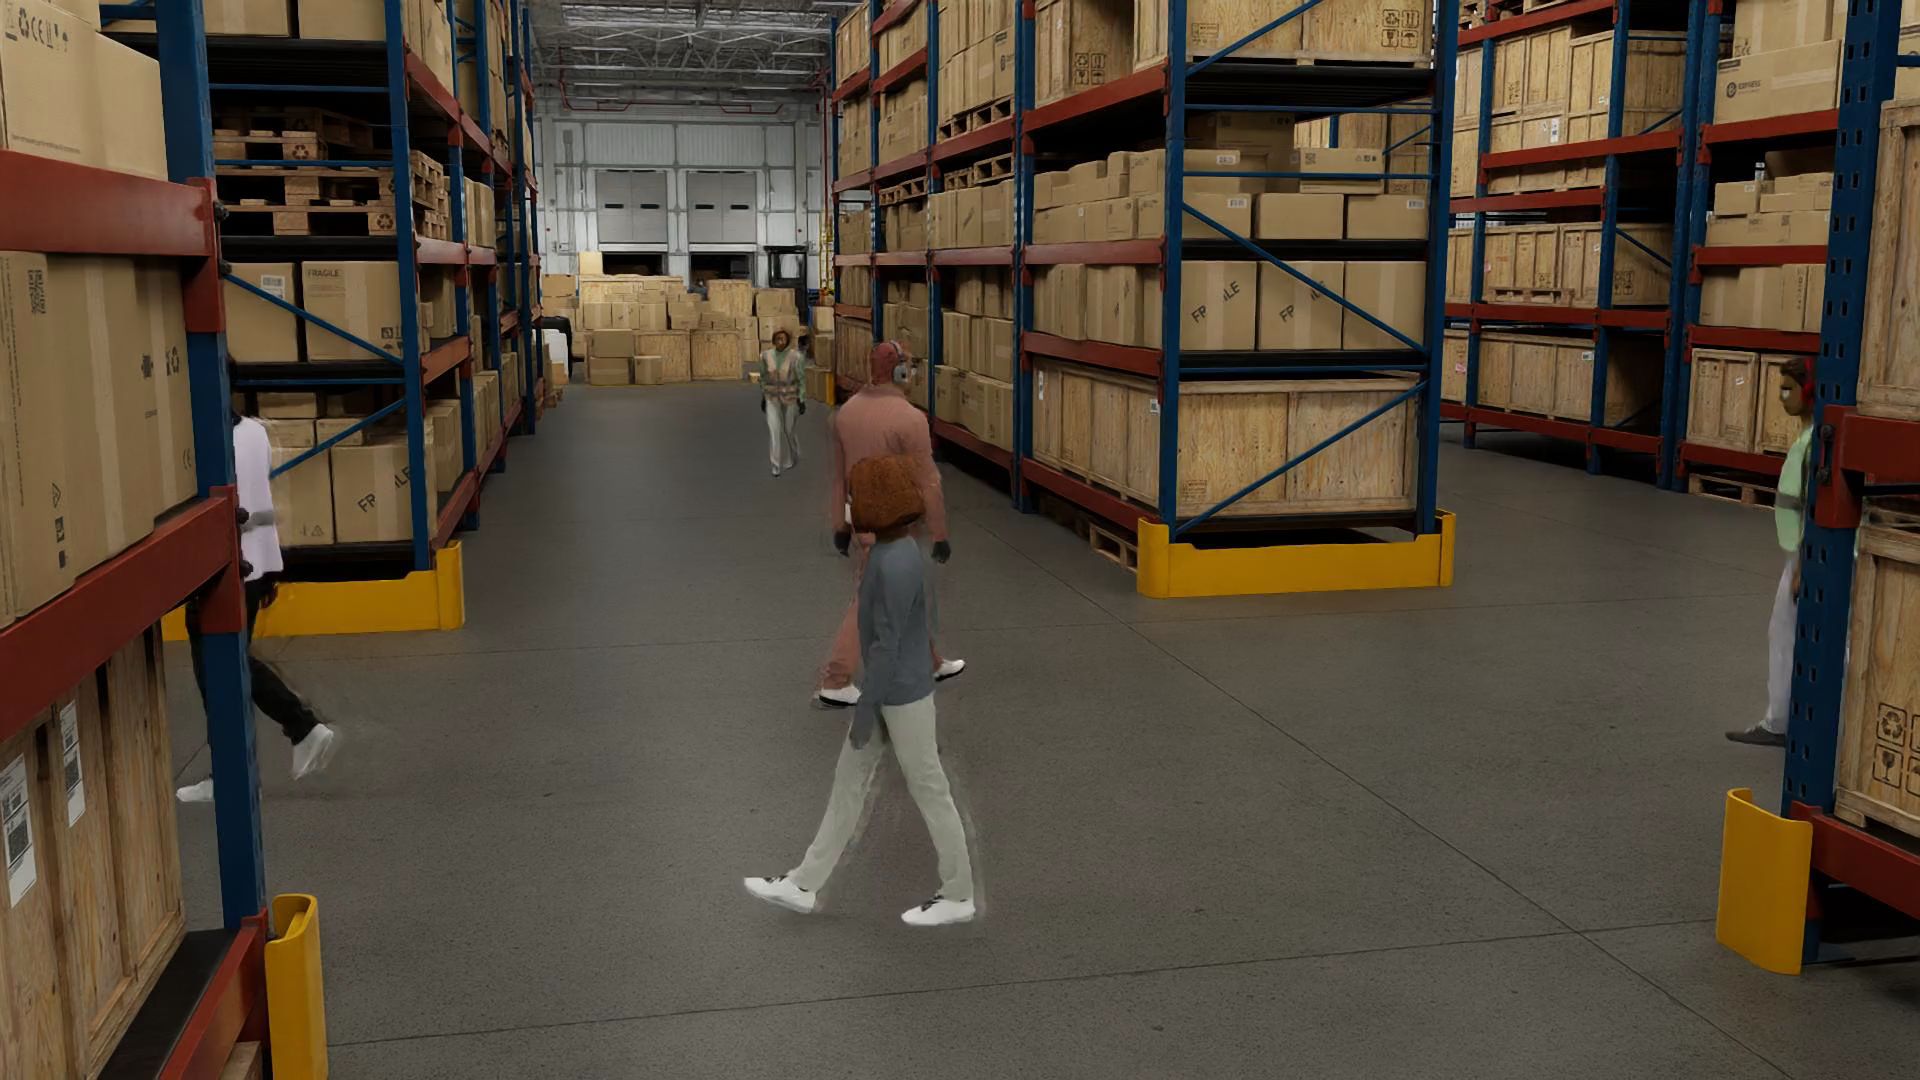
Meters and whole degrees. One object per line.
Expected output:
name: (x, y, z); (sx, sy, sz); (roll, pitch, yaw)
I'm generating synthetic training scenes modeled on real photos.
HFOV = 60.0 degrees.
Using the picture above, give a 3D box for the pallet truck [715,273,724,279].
pallet truck: (-8.580, -8.986, 62.280); (1.885, 1.965, 0.823); (1, 9, 5)

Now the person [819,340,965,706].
person: (-0.348, -0.093, 8.531); (1.021, 1.853, 0.655); (-8, 12, -39)

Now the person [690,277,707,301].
person: (-8.245, -7.407, 52.887); (0.665, 1.918, 0.539); (-5, 10, -26)

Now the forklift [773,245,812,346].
forklift: (-4.787, -6.907, 46.924); (1.129, 2.768, 1.873); (1, 9, 5)

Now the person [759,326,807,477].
person: (-1.895, -1.508, 17.921); (0.523, 1.597, 0.783); (1, 9, 6)

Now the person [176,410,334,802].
person: (-2.970, 0.156, 6.816); (0.531, 1.903, 0.603); (1, 9, 4)

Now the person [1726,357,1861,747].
person: (3.951, 0.077, 7.592); (0.639, 1.820, 0.564); (5, 10, 26)

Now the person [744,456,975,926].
person: (-0.323, 0.522, 5.519); (0.818, 1.589, 0.526); (-1, 9, -9)
